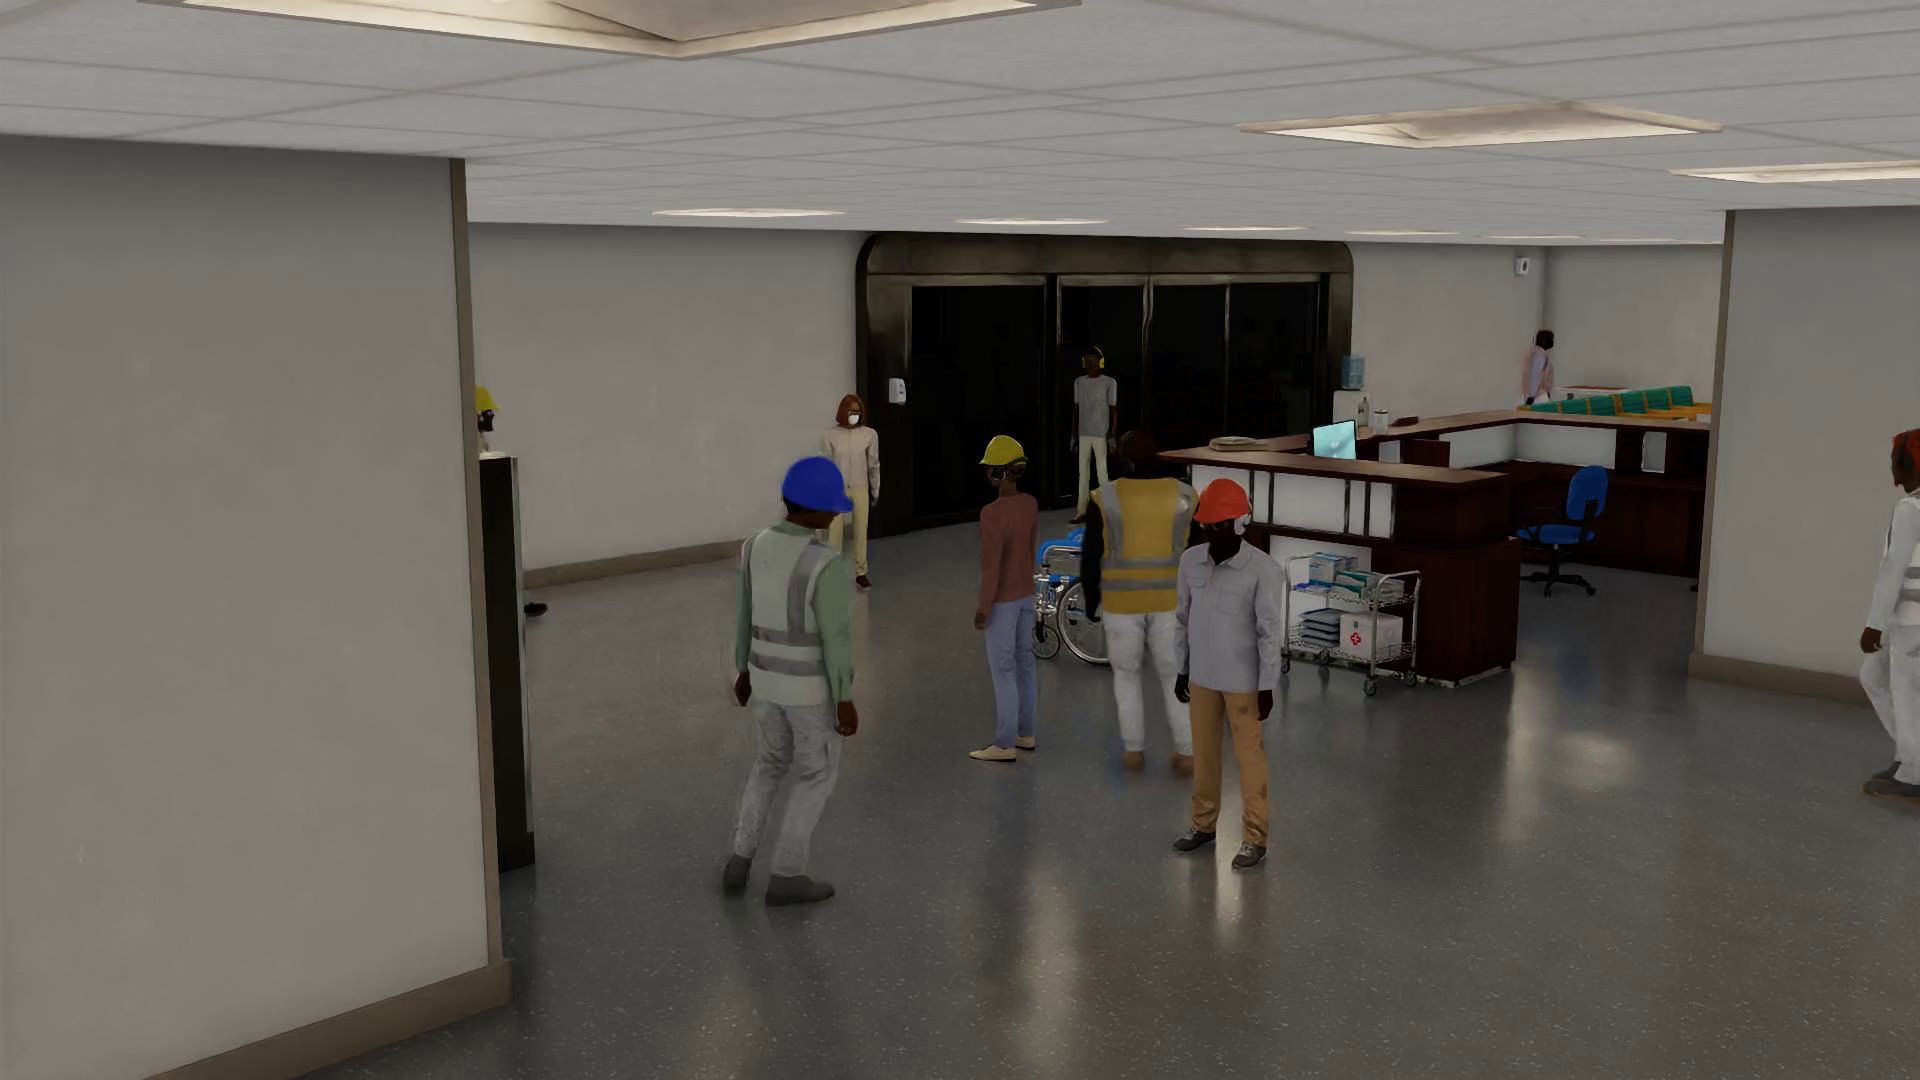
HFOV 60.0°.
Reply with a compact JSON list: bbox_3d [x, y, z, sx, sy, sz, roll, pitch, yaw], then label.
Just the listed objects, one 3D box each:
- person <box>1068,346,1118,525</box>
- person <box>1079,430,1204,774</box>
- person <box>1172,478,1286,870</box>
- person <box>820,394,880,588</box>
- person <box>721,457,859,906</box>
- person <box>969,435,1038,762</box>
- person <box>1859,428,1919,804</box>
[{"bbox_3d":[1.373,-1.064,17.182,0.537,1.862,0.312,6,11,31],"label":"person"},{"bbox_3d":[0.961,0.337,8.757,0.678,1.809,0.431,-1,9,-3],"label":"person"},{"bbox_3d":[1.171,0.588,7.421,0.563,1.742,0.361,9,13,44],"label":"person"},{"bbox_3d":[-0.916,-0.401,13.842,0.508,1.628,0.287,-2,10,-14],"label":"person"},{"bbox_3d":[-0.730,0.595,6.917,0.424,1.901,0.739,-9,13,-43],"label":"person"},{"bbox_3d":[0.240,0.317,9.013,0.312,1.768,0.530,5,11,30],"label":"person"},{"bbox_3d":[4.721,0.378,8.304,0.435,1.867,0.597,7,12,38],"label":"person"}]
